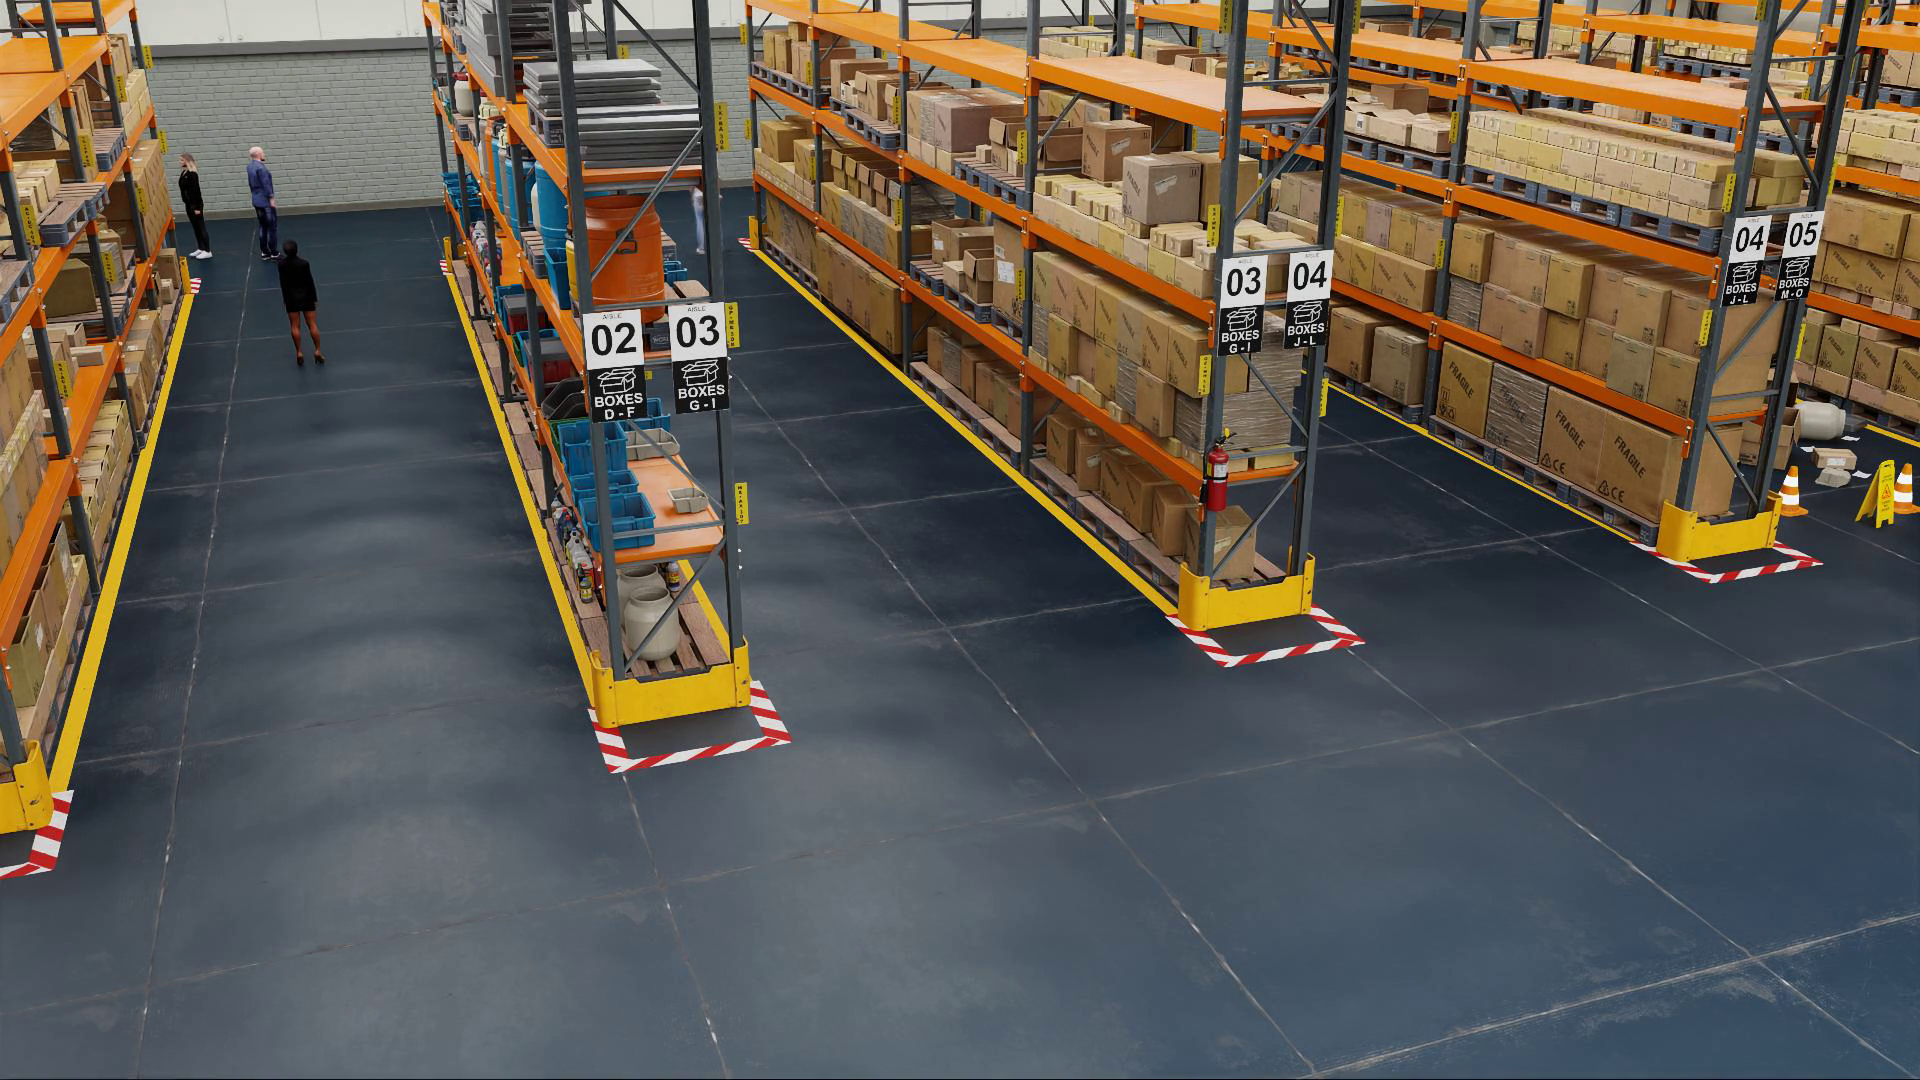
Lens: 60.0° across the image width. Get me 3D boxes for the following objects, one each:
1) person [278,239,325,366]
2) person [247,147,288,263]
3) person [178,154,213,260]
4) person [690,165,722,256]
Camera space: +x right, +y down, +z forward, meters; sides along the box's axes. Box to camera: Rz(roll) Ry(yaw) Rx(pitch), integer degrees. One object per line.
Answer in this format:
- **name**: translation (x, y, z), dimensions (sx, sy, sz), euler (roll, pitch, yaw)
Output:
- **person**: translation (-8.475, -3.059, 21.361), dimensions (0.573, 1.639, 0.635), euler (-6, 23, -14)
- **person**: translation (-11.273, -5.453, 26.969), dimensions (0.733, 1.826, 0.866), euler (17, 28, 35)
- **person**: translation (-12.496, -5.457, 27.162), dimensions (0.747, 1.686, 0.609), euler (-20, 30, -40)
- **person**: translation (-4.205, -5.664, 27.450), dimensions (0.660, 1.851, 0.542), euler (-6, 23, -15)
